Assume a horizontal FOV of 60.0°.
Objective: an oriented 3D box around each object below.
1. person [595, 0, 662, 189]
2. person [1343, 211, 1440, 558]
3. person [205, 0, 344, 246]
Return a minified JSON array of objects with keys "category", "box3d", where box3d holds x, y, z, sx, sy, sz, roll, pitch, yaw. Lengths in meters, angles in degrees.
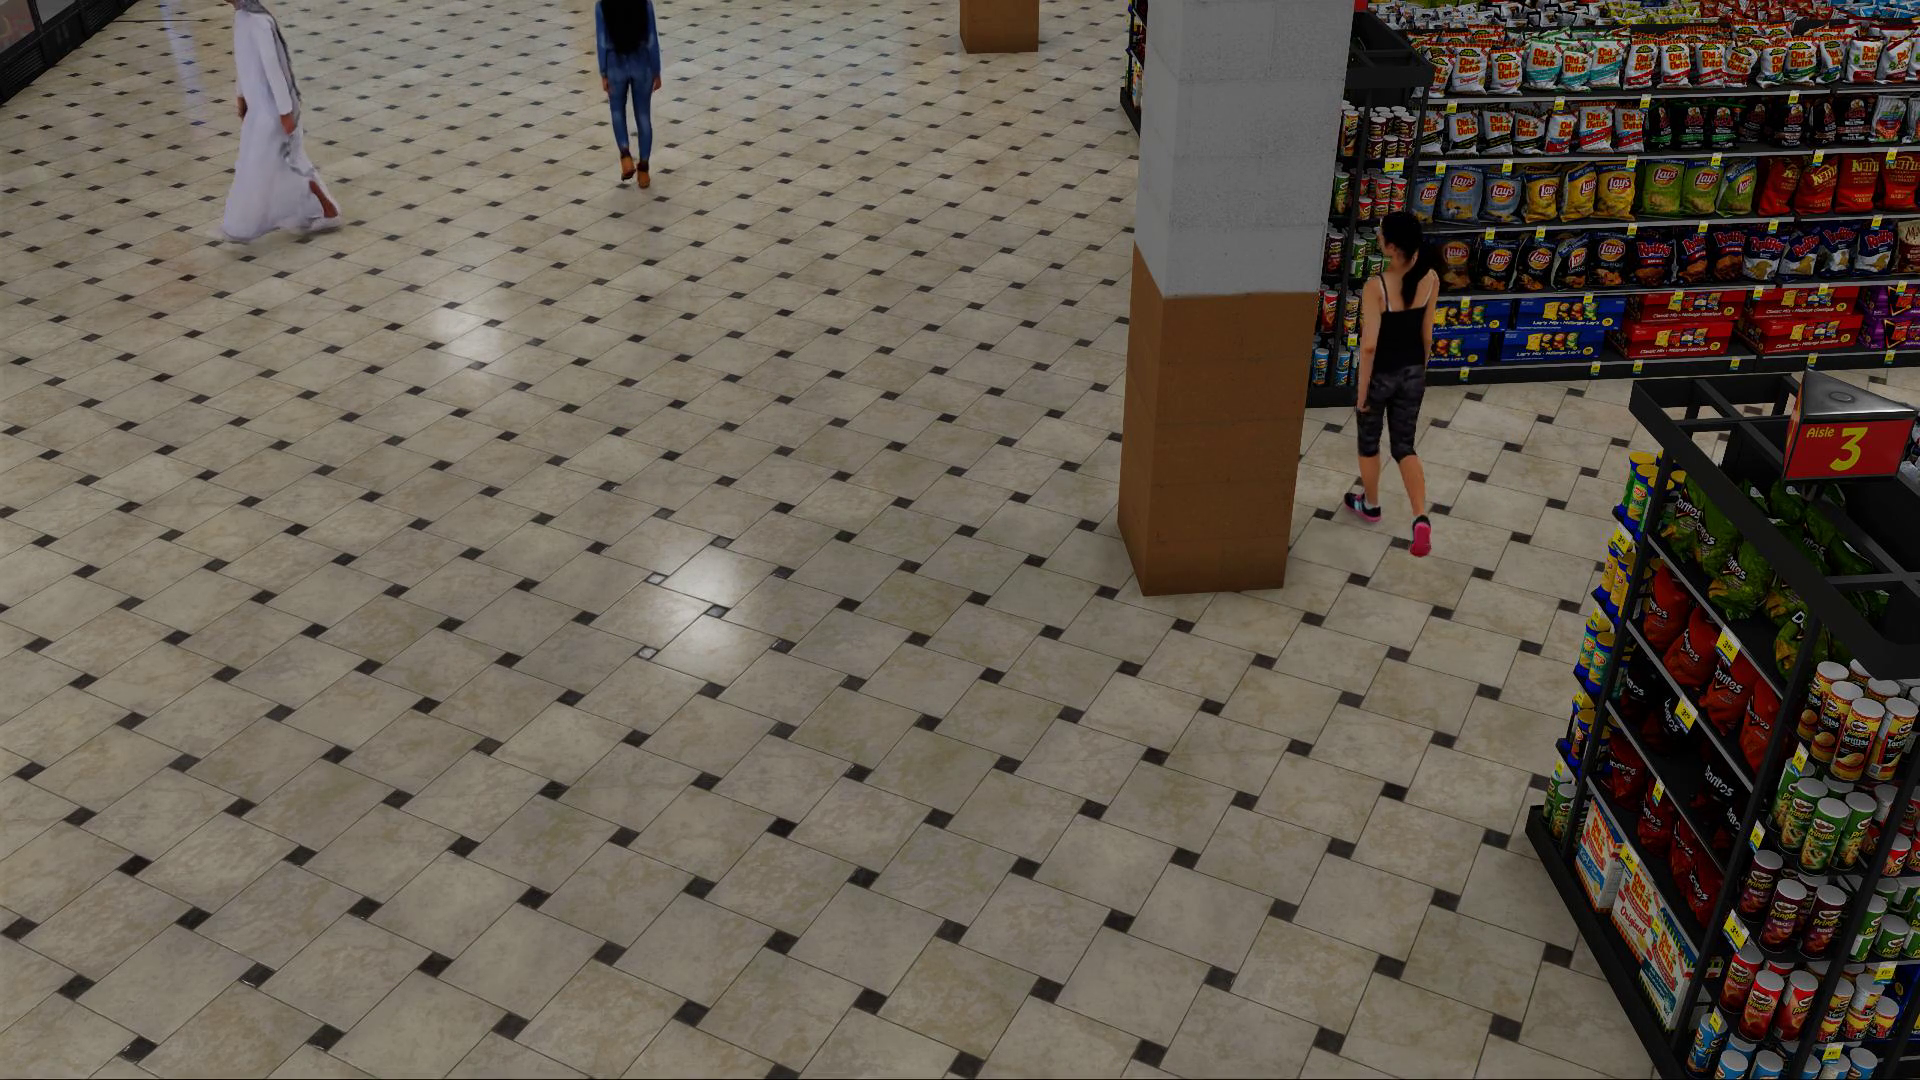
[{"category":"person","box3d":[-2.441,-3.435,12.387,0.607,1.701,0.678,-5,32,-8]},{"category":"person","box3d":[2.113,-0.710,8.012,1.013,1.695,0.748,-8,33,-12]},{"category":"person","box3d":[-4.676,-2.990,11.495,1.278,1.887,1.015,-17,36,-26]}]
